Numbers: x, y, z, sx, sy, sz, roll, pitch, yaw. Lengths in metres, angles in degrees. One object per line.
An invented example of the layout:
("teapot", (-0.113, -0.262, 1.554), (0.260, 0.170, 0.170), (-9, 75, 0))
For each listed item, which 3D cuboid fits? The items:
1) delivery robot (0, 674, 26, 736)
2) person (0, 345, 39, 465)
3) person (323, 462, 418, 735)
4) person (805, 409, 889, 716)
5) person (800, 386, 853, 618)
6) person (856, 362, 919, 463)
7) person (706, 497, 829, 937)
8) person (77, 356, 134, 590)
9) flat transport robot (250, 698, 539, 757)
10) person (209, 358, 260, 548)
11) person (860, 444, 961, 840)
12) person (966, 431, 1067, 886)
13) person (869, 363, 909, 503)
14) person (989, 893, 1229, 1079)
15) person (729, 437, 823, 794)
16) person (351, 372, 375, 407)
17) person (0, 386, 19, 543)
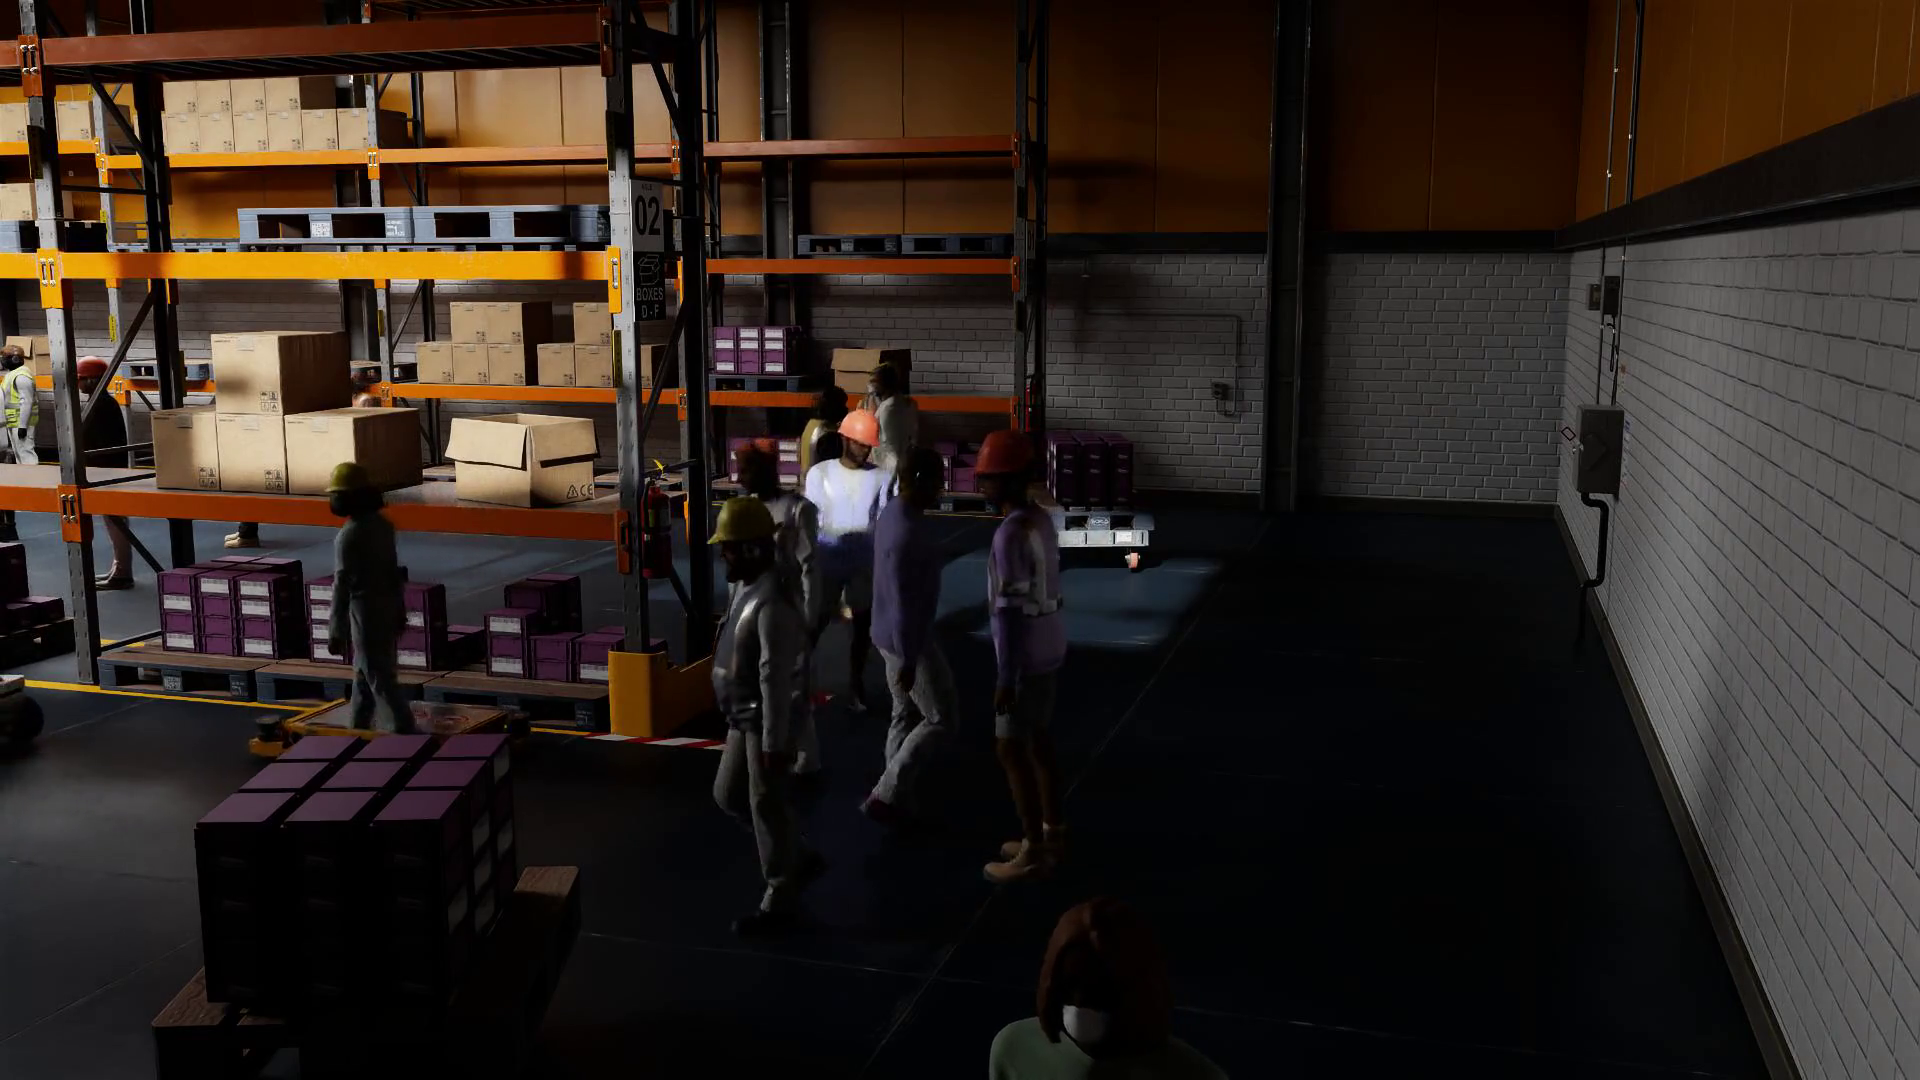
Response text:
("delivery robot", (-5.691, 0.884, 9.406), (0.707, 0.478, 0.477), (1, 9, 7))
("person", (-11.022, -1.362, 19.468), (0.429, 1.846, 0.627), (-8, 12, -39))
("person", (-3.207, 0.439, 8.923), (0.706, 1.707, 0.502), (1, 9, 6))
("person", (-0.761, 0.111, 10.349), (0.584, 1.896, 0.808), (-4, 10, -23))
("person", (-0.985, -0.286, 12.987), (0.510, 1.828, 0.629), (-3, 10, -19))
("person", (-0.680, -0.722, 15.494), (0.591, 1.870, 0.968), (0, 9, -2))
("person", (-0.814, 0.725, 6.841), (0.427, 1.811, 0.671), (-3, 10, -16))
("person", (-7.298, -0.570, 14.179), (0.395, 1.994, 0.613), (-4, 10, -21))
("flat transport robot", (-3.178, 1.080, 9.361), (1.431, 0.197, 0.652), (3, 10, 16))
("person", (-7.125, -0.943, 16.313), (0.538, 2.000, 0.684), (-4, 10, -21))
("person", (-0.211, 0.498, 7.933), (0.434, 1.913, 0.628), (-1, 9, -8))
("person", (0.249, 0.525, 7.475), (0.479, 2.022, 0.619), (2, 10, 14))
("person", (-0.603, -0.525, 14.073), (0.367, 1.938, 0.632), (0, 9, 1))
("person", (0.265, 1.433, 3.089), (0.501, 1.627, 0.289), (5, 11, 28))
("person", (-0.969, 0.402, 8.684), (0.617, 1.866, 0.420), (6, 11, 34))
("person", (-6.450, -1.032, 18.168), (0.581, 1.609, 0.462), (7, 12, 37))
("person", (-9.633, -0.914, 16.450), (0.376, 1.935, 0.550), (-1, 9, -6))
